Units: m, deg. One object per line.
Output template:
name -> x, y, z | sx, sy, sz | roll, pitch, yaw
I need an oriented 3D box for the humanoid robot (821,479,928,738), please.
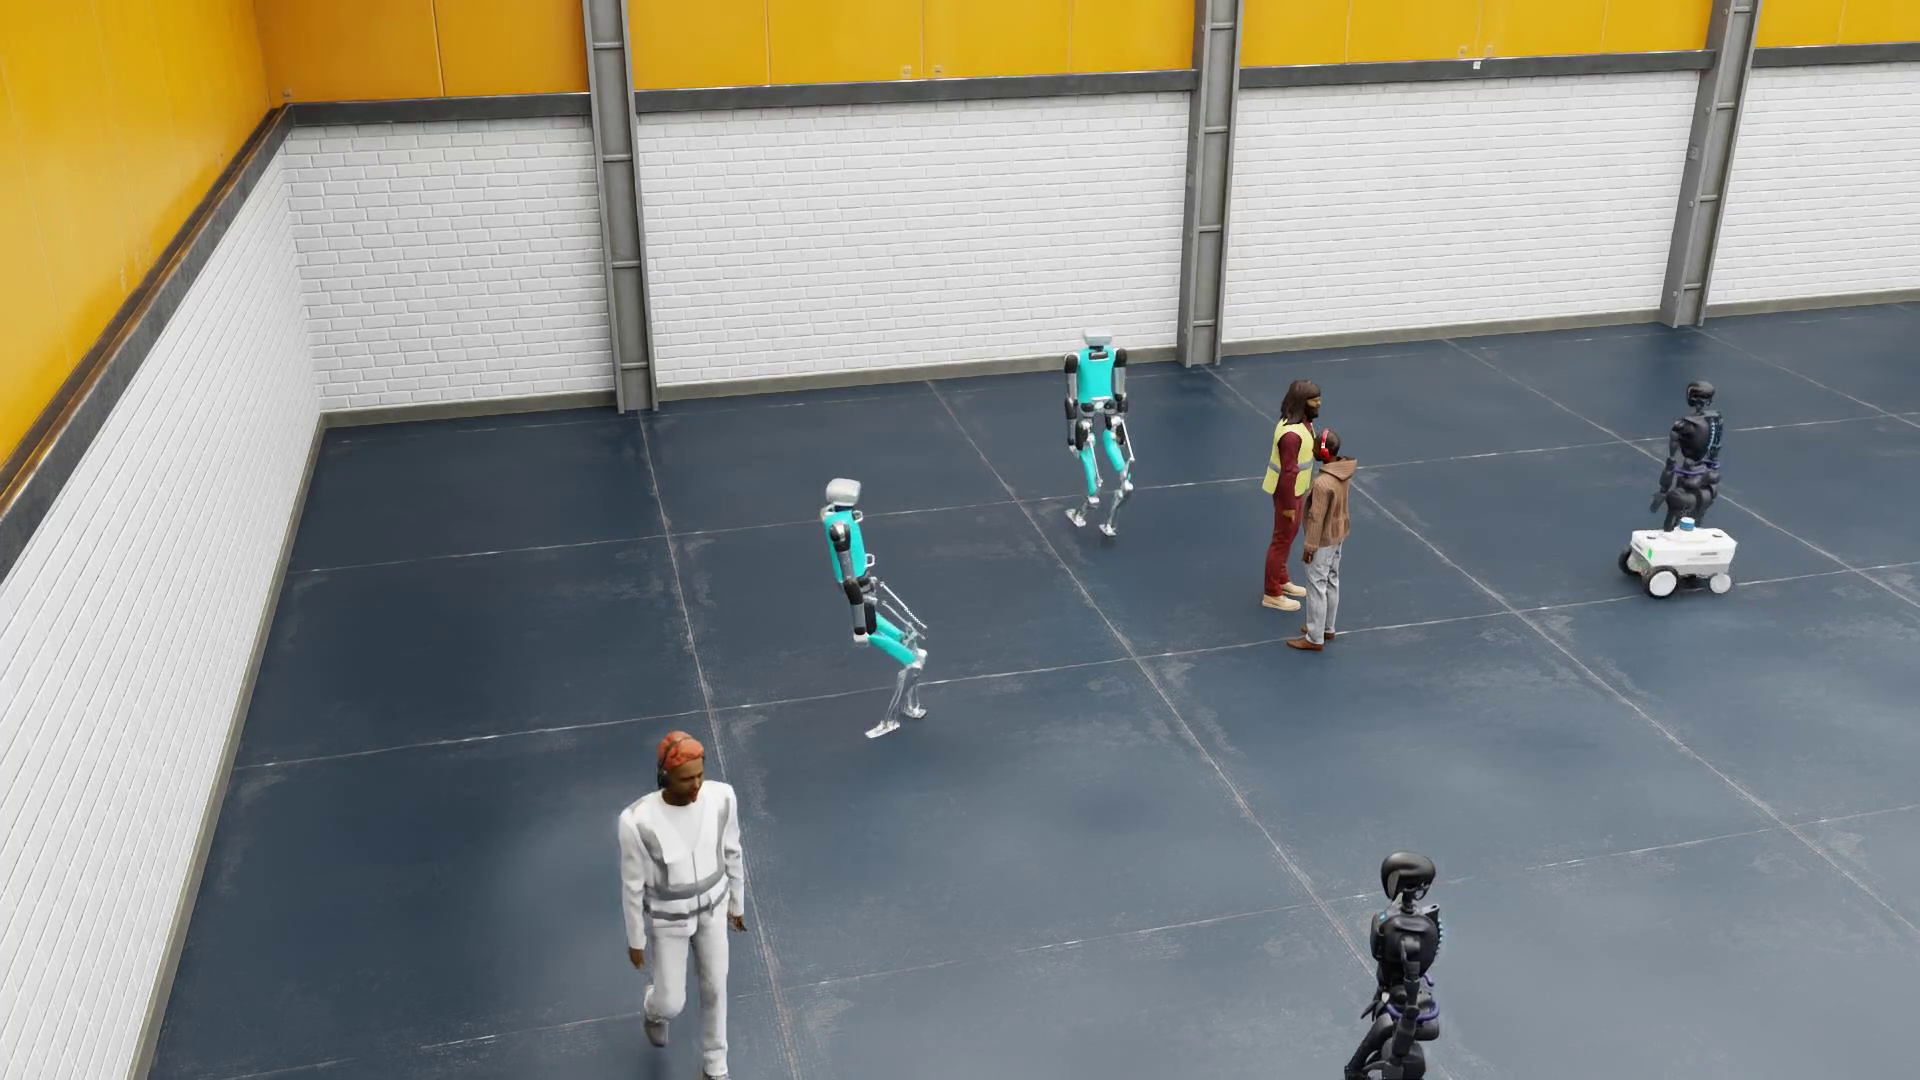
humanoid robot -> -0.431, 0.445, 10.532 | 0.850, 1.779, 0.582 | -1, 24, -3

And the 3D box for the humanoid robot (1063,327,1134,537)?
humanoid robot -> 1.148, -0.789, 13.353 | 0.542, 1.767, 0.910 | -7, 25, -15

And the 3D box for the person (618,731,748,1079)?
person -> -1.251, 1.687, 7.538 | 0.597, 1.870, 0.620 | -15, 28, -30

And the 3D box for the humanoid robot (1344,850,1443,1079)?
humanoid robot -> 1.829, 2.039, 6.989 | 0.343, 1.648, 0.607 | 3, 24, 6

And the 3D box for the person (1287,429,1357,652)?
person -> 2.549, 0.008, 11.636 | 0.323, 1.647, 0.468 | 15, 28, 31

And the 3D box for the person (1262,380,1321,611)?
person -> 2.424, -0.342, 12.285 | 0.365, 1.764, 0.470 | 9, 25, 19

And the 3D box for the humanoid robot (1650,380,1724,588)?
humanoid robot -> 5.526, -0.418, 12.581 | 0.590, 1.647, 0.322 | -12, 27, -26

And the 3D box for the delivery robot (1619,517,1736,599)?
delivery robot -> 5.499, 0.127, 12.734 | 0.806, 0.609, 0.499 | -2, 24, -3
